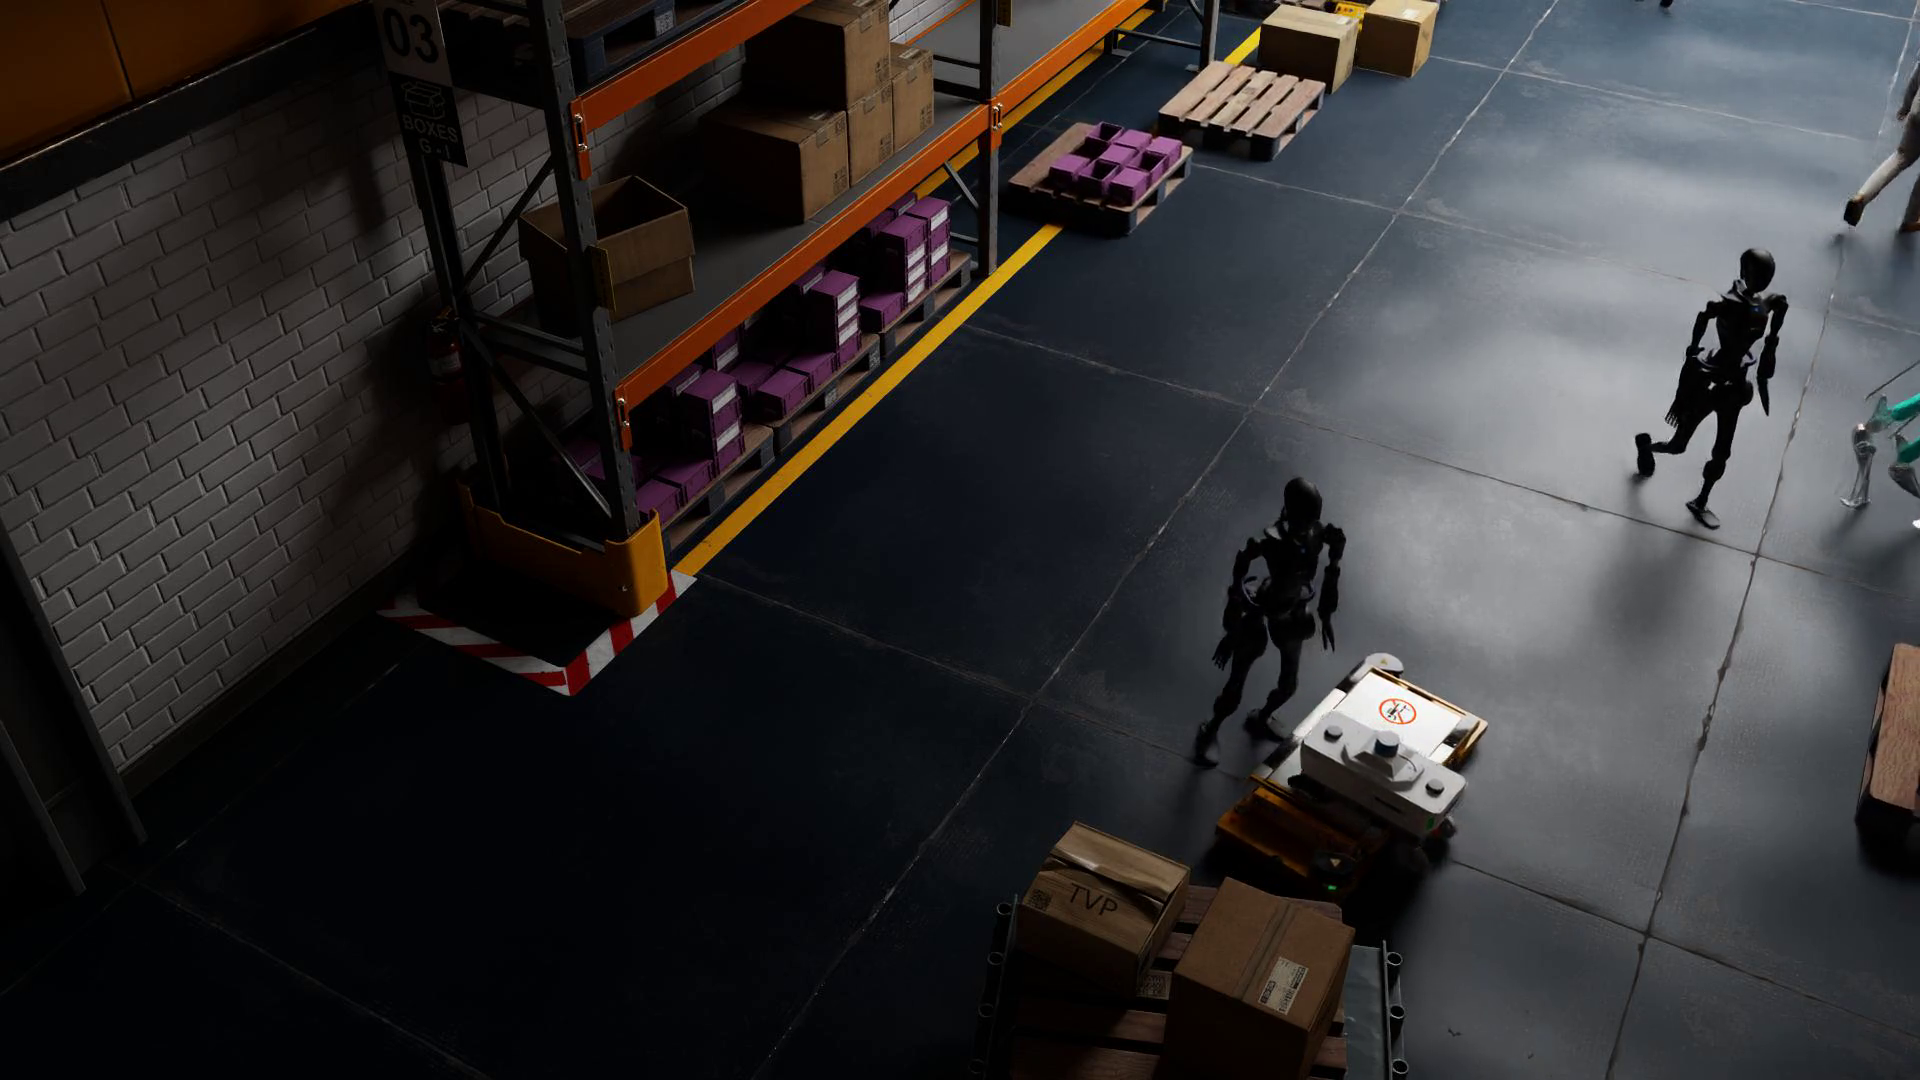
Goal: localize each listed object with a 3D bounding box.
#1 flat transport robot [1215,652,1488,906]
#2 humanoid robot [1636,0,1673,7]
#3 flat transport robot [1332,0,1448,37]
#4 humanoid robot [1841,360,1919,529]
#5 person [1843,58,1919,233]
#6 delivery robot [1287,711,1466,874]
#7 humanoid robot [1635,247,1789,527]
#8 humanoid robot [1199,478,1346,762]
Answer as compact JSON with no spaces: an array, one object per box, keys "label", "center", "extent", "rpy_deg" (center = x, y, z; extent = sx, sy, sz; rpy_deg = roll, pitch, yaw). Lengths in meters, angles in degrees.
[{"label":"flat transport robot","center":[1.877,1.088,7.859],"extent":[0.659,0.231,1.431],"rpy_deg":[28,46,30]},{"label":"humanoid robot","center":[6.500,-5.725,15.264],"extent":[0.602,1.641,0.593],"rpy_deg":[-2,39,-3]},{"label":"flat transport robot","center":[3.916,-5.002,15.472],"extent":[0.659,0.231,1.431],"rpy_deg":[20,43,23]},{"label":"humanoid robot","center":[5.307,-0.815,9.073],"extent":[0.767,1.802,0.549],"rpy_deg":[0,39,0]},{"label":"person","center":[6.824,-2.996,11.683],"extent":[0.703,1.876,0.576],"rpy_deg":[-17,42,-20]},{"label":"delivery robot","center":[1.899,1.111,7.608],"extent":[0.805,0.602,0.499],"rpy_deg":[28,46,30]},{"label":"humanoid robot","center":[4.199,-0.907,9.248],"extent":[0.589,1.635,0.692],"rpy_deg":[-8,39,-10]},{"label":"humanoid robot","center":[1.440,0.360,7.645],"extent":[0.607,1.637,0.370],"rpy_deg":[-11,40,-14]}]
